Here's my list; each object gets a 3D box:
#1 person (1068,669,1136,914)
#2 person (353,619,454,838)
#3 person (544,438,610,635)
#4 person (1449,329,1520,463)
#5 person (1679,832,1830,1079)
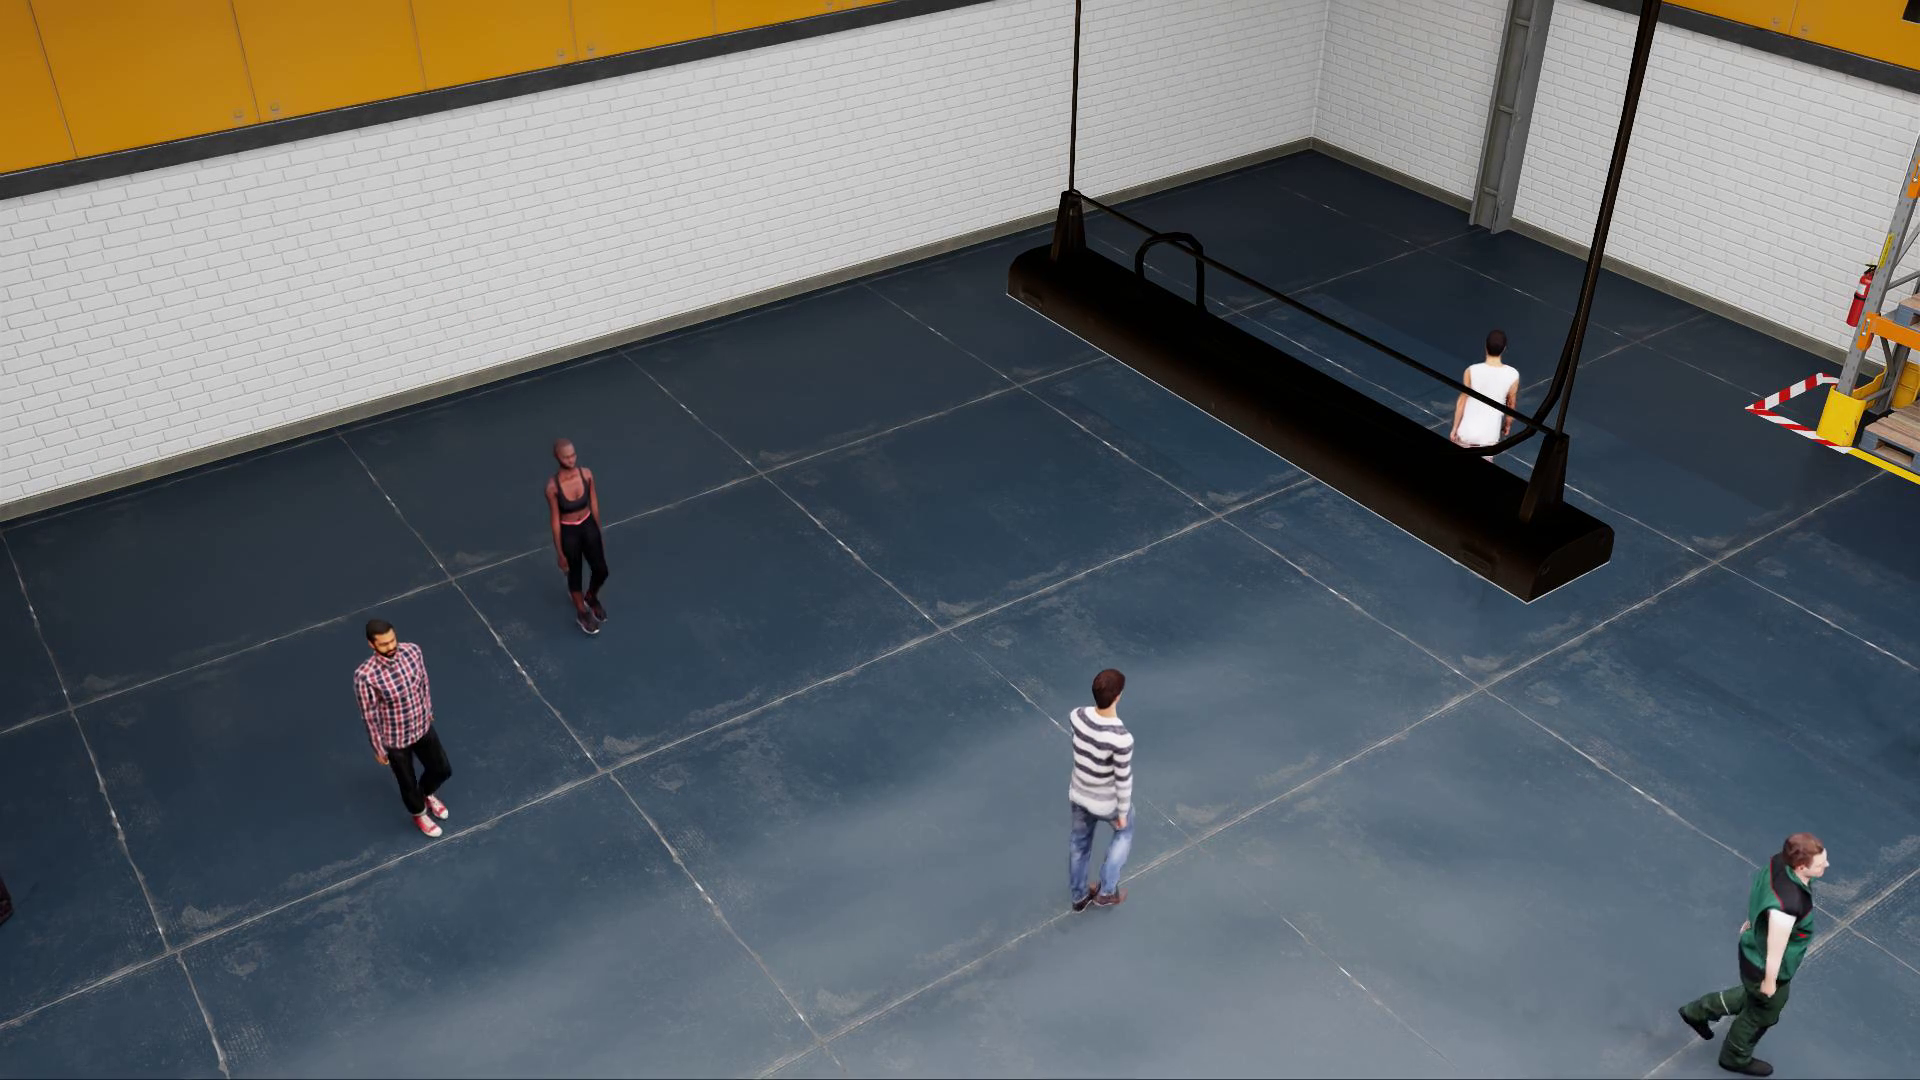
[{"bbox_3d":[0.803,1.649,10.457,0.692,1.833,0.801,25,41,33],"label":"person"},{"bbox_3d":[-3.765,1.235,11.154,0.703,1.751,0.751,26,42,34],"label":"person"},{"bbox_3d":[-3.060,-0.073,13.121,0.586,1.751,0.588,-21,39,-28],"label":"person"},{"bbox_3d":[4.497,-0.920,14.392,1.039,1.755,1.099,5,34,8],"label":"person"},{"bbox_3d":[4.509,2.343,9.413,0.940,1.832,0.855,13,36,18],"label":"person"}]
